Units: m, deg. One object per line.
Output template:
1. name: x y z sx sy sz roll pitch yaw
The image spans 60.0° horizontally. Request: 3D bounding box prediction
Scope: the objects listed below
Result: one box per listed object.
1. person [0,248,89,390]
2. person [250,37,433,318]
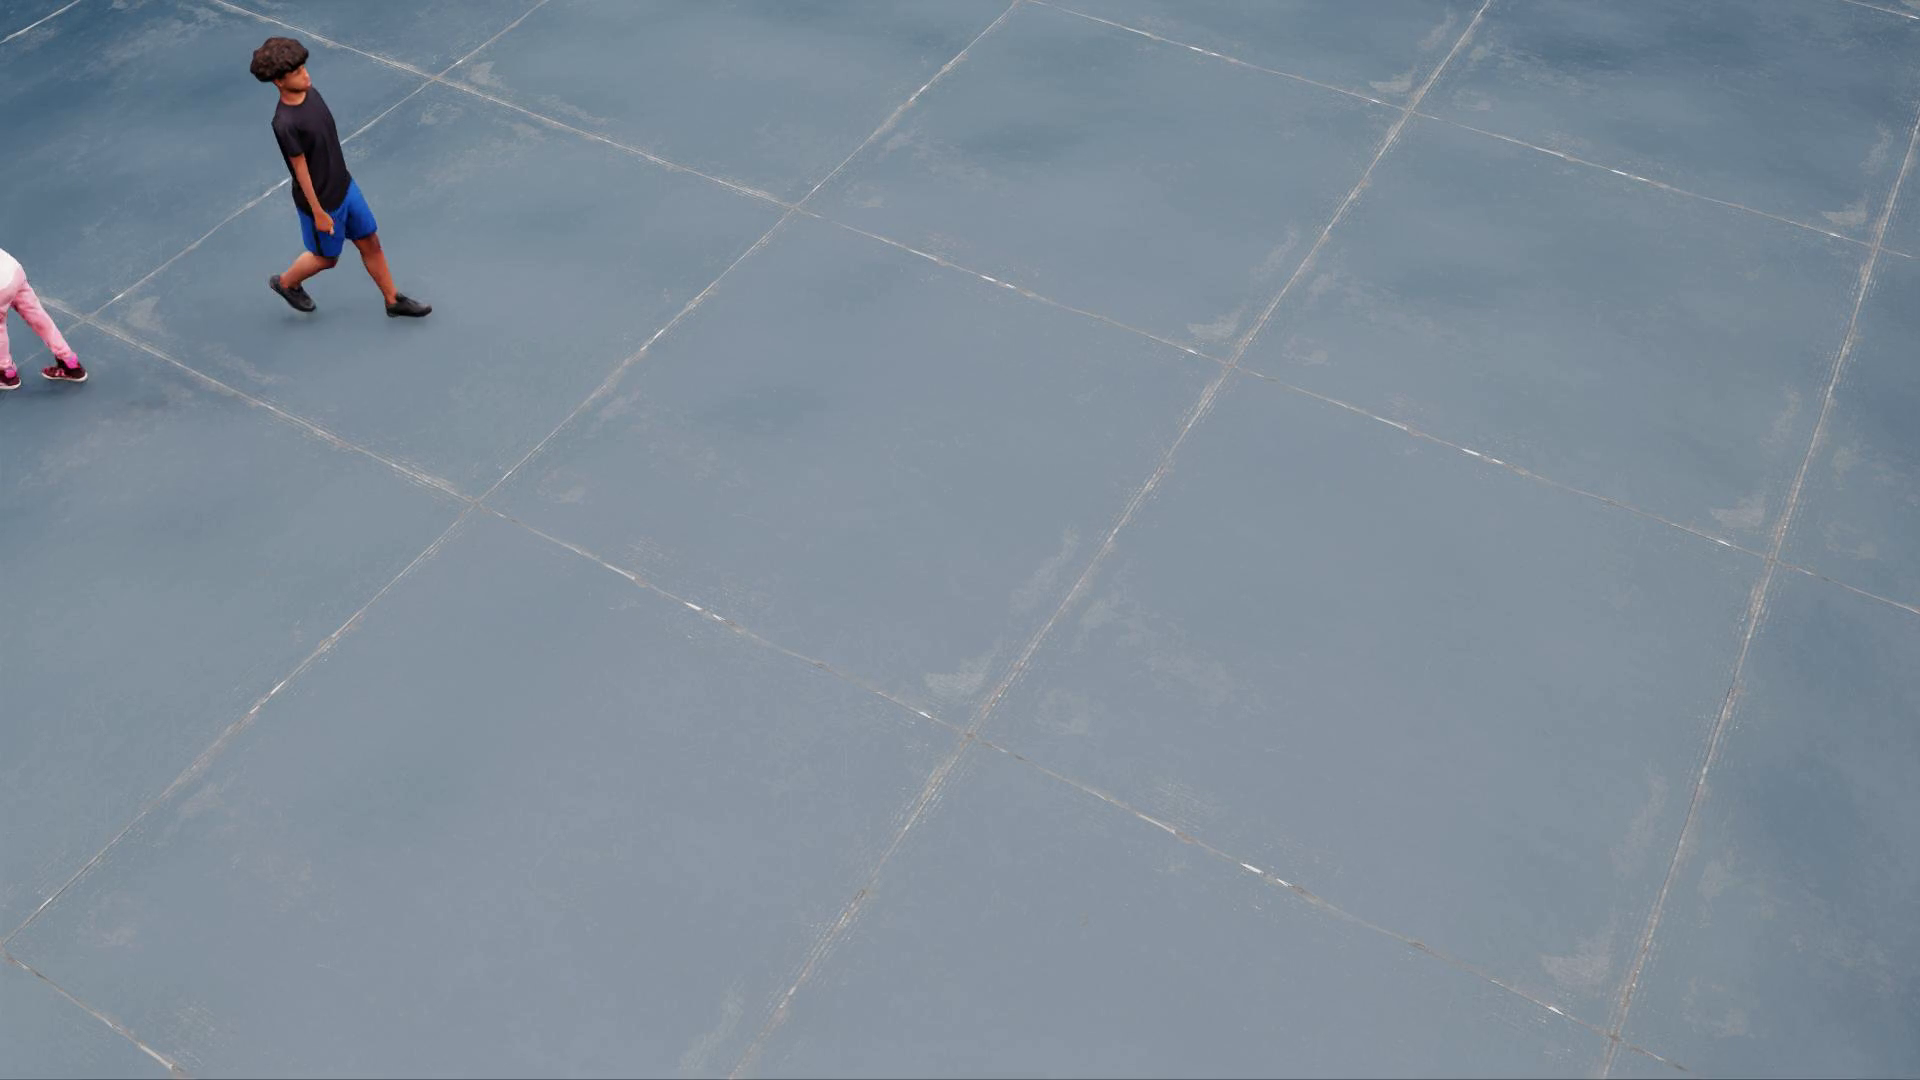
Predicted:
1. person: -5.069 -1.375 8.865 0.927 1.429 0.792 3 47 2
2. person: -3.577 -1.914 9.129 1.207 1.774 0.861 7 48 7
